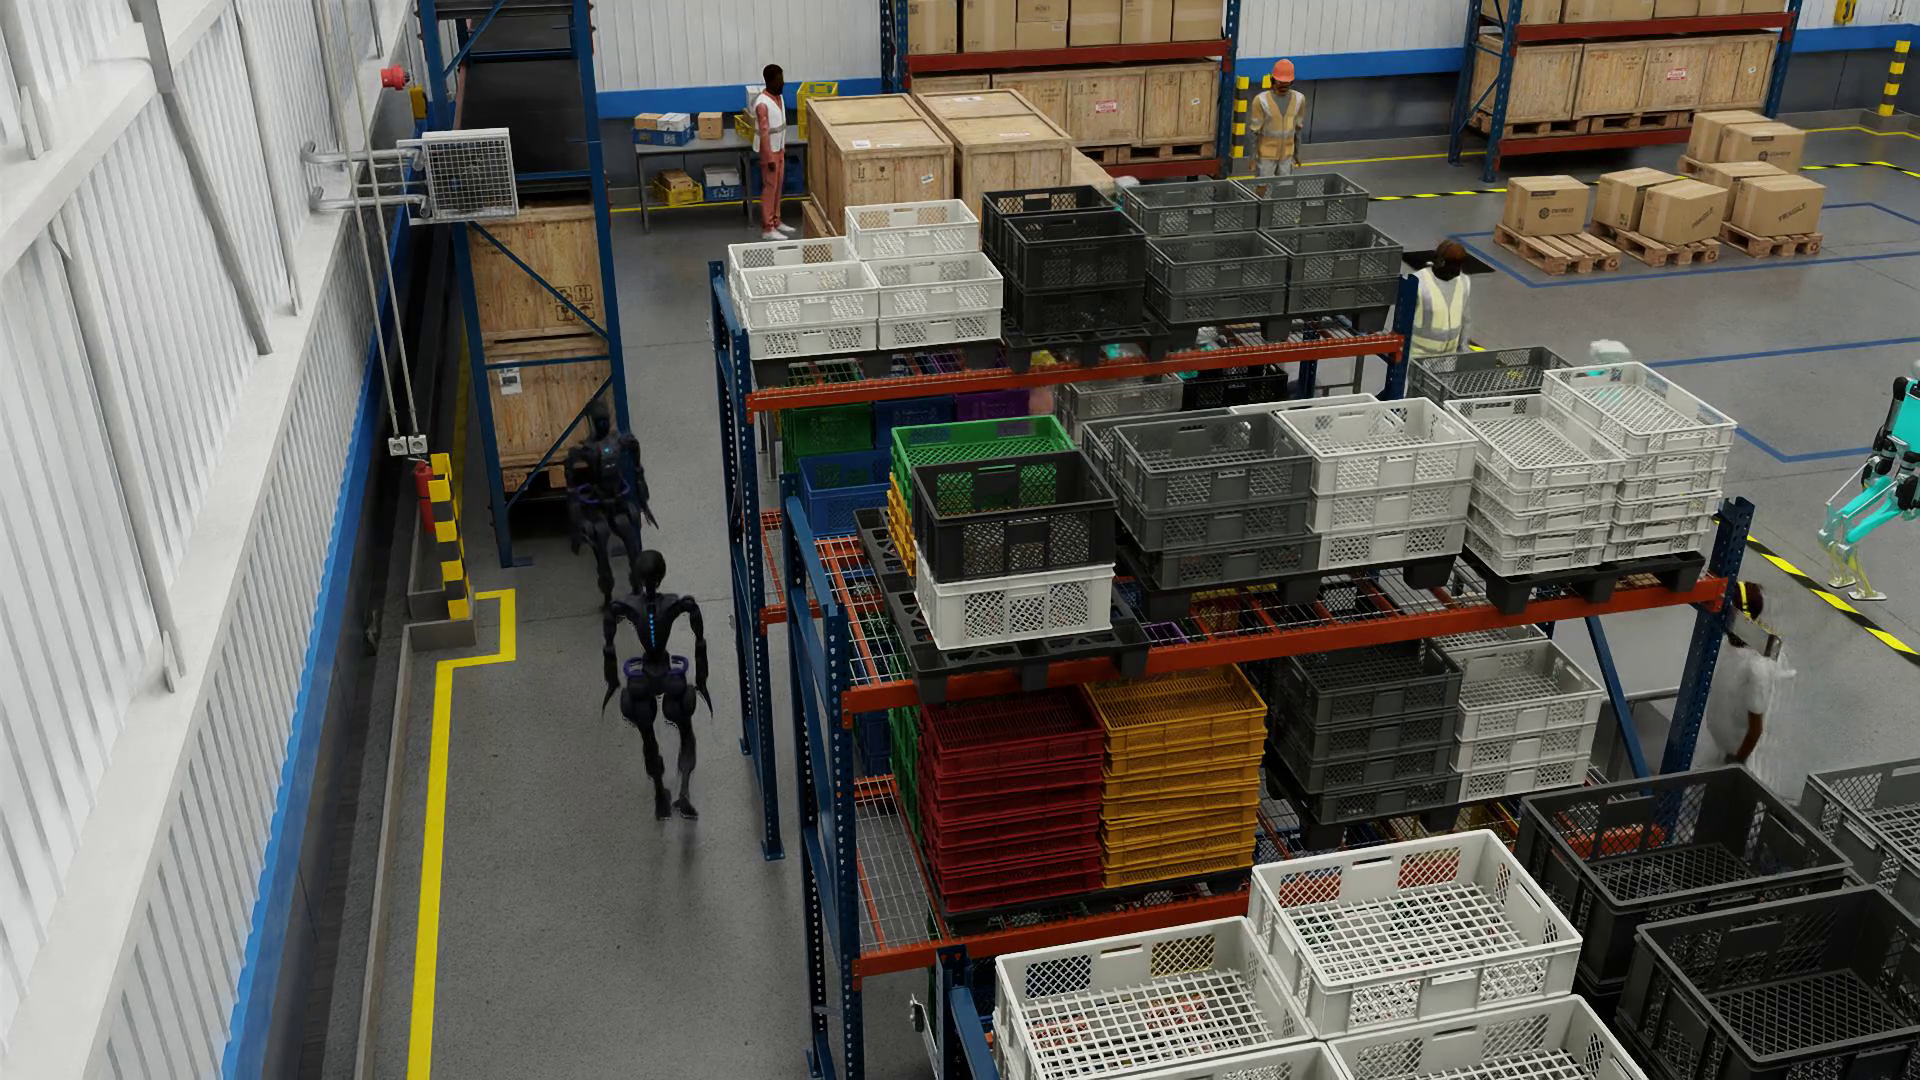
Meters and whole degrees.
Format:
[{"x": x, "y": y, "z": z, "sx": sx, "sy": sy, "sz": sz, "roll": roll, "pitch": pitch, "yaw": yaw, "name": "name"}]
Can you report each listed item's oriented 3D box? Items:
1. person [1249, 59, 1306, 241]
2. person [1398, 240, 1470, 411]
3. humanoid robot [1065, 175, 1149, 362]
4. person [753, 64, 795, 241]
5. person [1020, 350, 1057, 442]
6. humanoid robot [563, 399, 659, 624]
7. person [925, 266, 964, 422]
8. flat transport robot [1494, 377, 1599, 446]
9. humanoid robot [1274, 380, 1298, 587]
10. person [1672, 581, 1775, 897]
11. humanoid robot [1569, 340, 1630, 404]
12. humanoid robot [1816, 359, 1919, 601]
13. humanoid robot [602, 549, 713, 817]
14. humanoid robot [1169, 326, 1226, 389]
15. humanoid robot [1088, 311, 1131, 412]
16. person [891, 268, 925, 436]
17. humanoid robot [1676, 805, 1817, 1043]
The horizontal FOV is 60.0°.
[{"x": 3.447, "y": -4.206, "z": 18.127, "sx": 0.614, "sy": 2.040, "sz": 0.379, "roll": -6, "pitch": 28, "yaw": -12, "name": "person"}, {"x": 3.730, "y": -1.491, "z": 13.203, "sx": 0.633, "sy": 1.832, "sz": 0.430, "roll": -12, "pitch": 30, "yaw": -21, "name": "person"}, {"x": 1.209, "y": -2.358, "z": 14.990, "sx": 1.002, "sy": 1.777, "sz": 0.531, "roll": -12, "pitch": 30, "yaw": -21, "name": "humanoid robot"}, {"x": -2.084, "y": -4.306, "z": 18.455, "sx": 0.398, "sy": 1.916, "sz": 0.587, "roll": 6, "pitch": 28, "yaw": 12, "name": "person"}, {"x": 0.543, "y": -0.588, "z": 11.562, "sx": 0.385, "sy": 1.749, "sz": 0.548, "roll": 8, "pitch": 29, "yaw": 15, "name": "person"}, {"x": -2.302, "y": -0.191, "z": 10.900, "sx": 0.602, "sy": 1.636, "sz": 0.413, "roll": -18, "pitch": 32, "yaw": -30, "name": "humanoid robot"}, {"x": -0.143, "y": -1.238, "z": 12.704, "sx": 0.509, "sy": 1.844, "sz": 0.326, "roll": 23, "pitch": 35, "yaw": 36, "name": "person"}, {"x": 4.780, "y": -1.036, "z": 14.013, "sx": 0.659, "sy": 0.231, "sz": 1.431, "roll": -6, "pitch": 28, "yaw": -12, "name": "flat transport robot"}, {"x": 2.196, "y": -0.302, "z": 11.131, "sx": 0.349, "sy": 1.657, "sz": 0.600, "roll": -11, "pitch": 30, "yaw": -20, "name": "humanoid robot"}, {"x": 3.950, "y": 1.035, "z": 8.425, "sx": 0.688, "sy": 1.827, "sz": 0.521, "roll": -2, "pitch": 28, "yaw": -3, "name": "person"}, {"x": 4.430, "y": -0.378, "z": 11.249, "sx": 0.530, "sy": 1.777, "sz": 1.016, "roll": -6, "pitch": 28, "yaw": -11, "name": "humanoid robot"}, {"x": 6.068, "y": -0.382, "z": 11.051, "sx": 0.735, "sy": 1.677, "sz": 0.533, "roll": -6, "pitch": 28, "yaw": -12, "name": "humanoid robot"}, {"x": -1.652, "y": 0.810, "z": 8.999, "sx": 0.601, "sy": 1.651, "sz": 0.420, "roll": -4, "pitch": 28, "yaw": -7, "name": "humanoid robot"}, {"x": 1.406, "y": -0.633, "z": 11.702, "sx": 0.969, "sy": 1.776, "sz": 0.534, "roll": -18, "pitch": 33, "yaw": -31, "name": "humanoid robot"}, {"x": 1.213, "y": -1.075, "z": 12.504, "sx": 0.908, "sy": 1.763, "sz": 0.545, "roll": 2, "pitch": 28, "yaw": 5, "name": "humanoid robot"}, {"x": -0.384, "y": -1.241, "z": 12.692, "sx": 0.310, "sy": 1.865, "sz": 0.532, "roll": -6, "pitch": 28, "yaw": -12, "name": "person"}, {"x": 3.406, "y": 1.803, "z": 7.141, "sx": 0.612, "sy": 1.631, "sz": 0.678, "roll": 5, "pitch": 28, "yaw": 10, "name": "humanoid robot"}]
